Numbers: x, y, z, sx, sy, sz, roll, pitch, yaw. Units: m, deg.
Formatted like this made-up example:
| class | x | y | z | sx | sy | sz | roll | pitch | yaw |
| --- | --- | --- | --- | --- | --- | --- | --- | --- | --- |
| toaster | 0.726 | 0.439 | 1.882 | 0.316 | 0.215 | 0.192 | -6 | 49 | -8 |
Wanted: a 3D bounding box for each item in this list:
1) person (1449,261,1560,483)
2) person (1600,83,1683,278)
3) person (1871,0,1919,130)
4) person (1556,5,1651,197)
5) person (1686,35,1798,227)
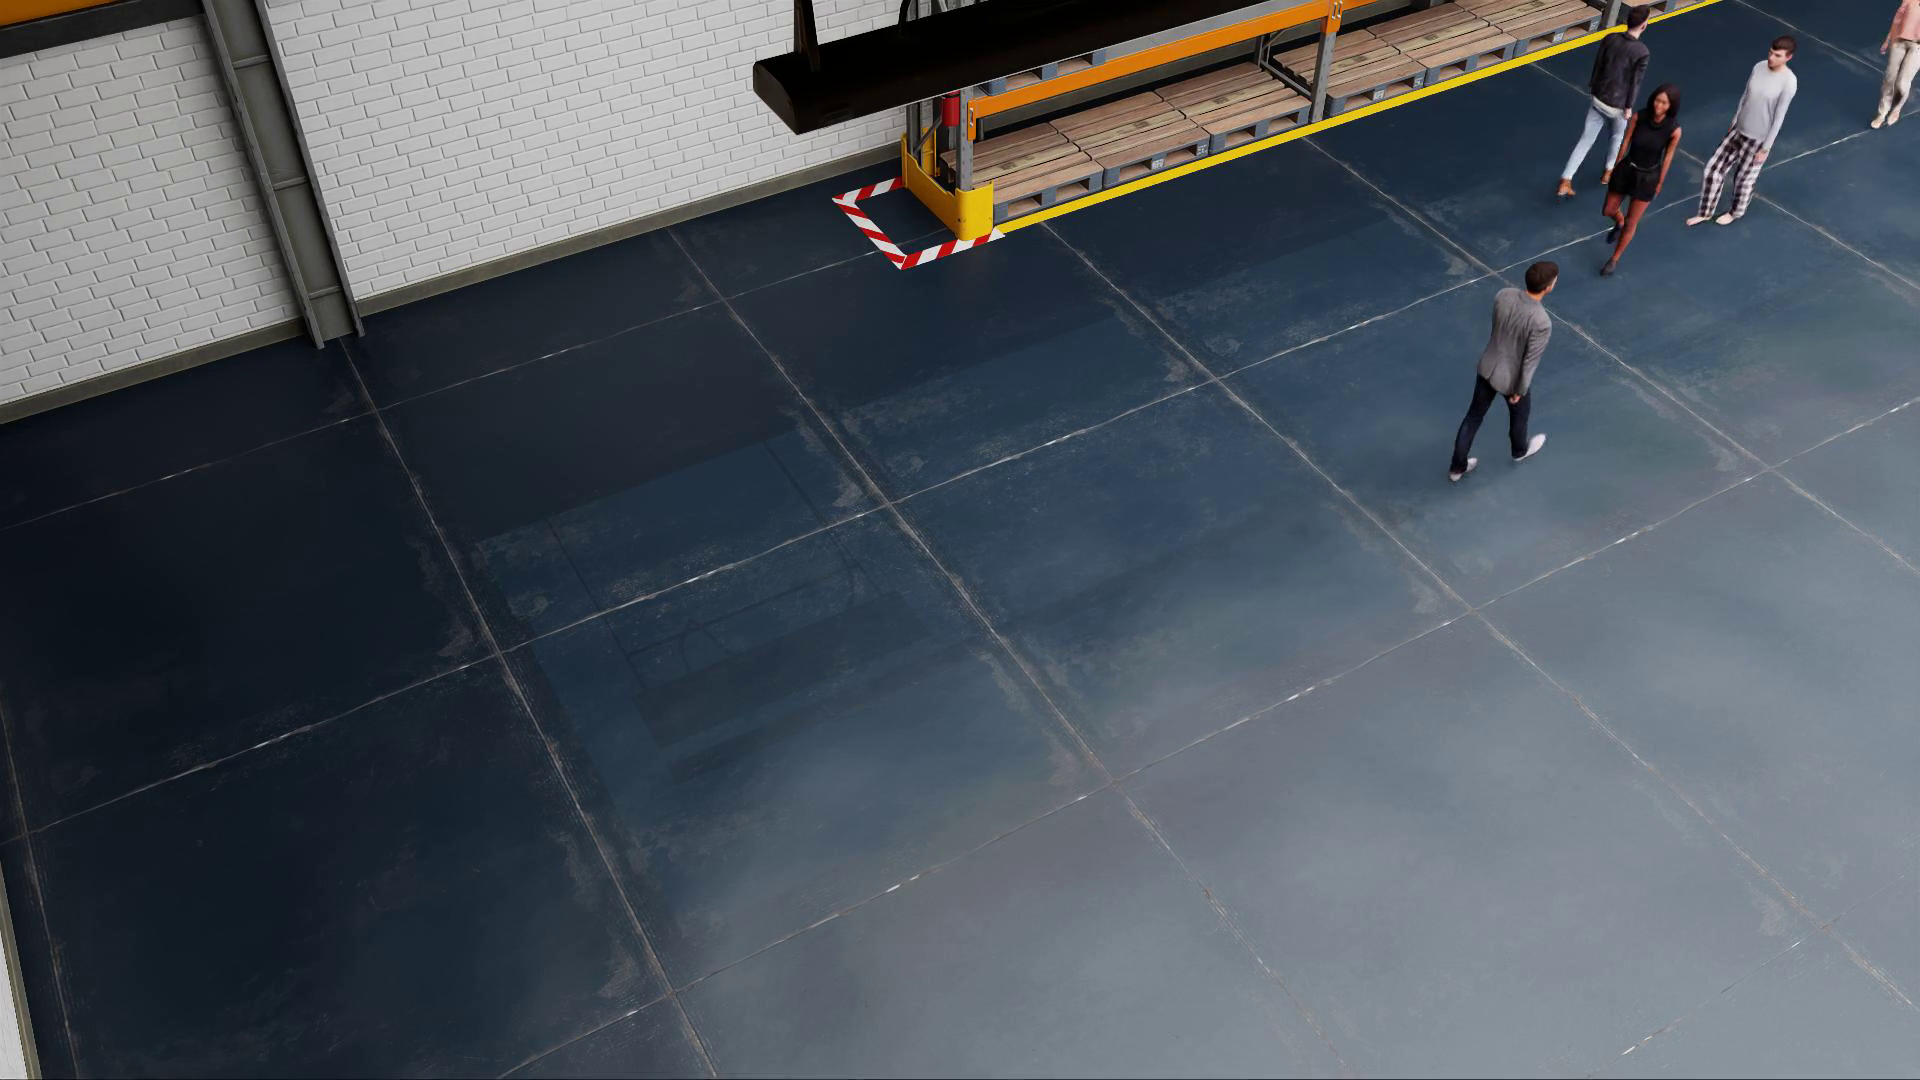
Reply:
| class | x | y | z | sx | sy | sz | roll | pitch | yaw |
| --- | --- | --- | --- | --- | --- | --- | --- | --- | --- |
| person | 3.857 | -1.159 | 11.963 | 1.091 | 1.831 | 0.754 | -27 | 50 | -26 |
| person | 5.749 | -3.078 | 14.050 | 0.758 | 1.731 | 0.908 | 31 | 52 | 28 |
| person | 9.072 | -4.750 | 15.817 | 0.676 | 1.714 | 0.696 | 33 | 52 | 30 |
| person | 5.740 | -3.864 | 14.820 | 1.161 | 1.807 | 0.810 | -31 | 52 | -28 |
| person | 6.963 | -3.558 | 14.483 | 0.804 | 1.829 | 0.679 | -20 | 47 | -20 |
